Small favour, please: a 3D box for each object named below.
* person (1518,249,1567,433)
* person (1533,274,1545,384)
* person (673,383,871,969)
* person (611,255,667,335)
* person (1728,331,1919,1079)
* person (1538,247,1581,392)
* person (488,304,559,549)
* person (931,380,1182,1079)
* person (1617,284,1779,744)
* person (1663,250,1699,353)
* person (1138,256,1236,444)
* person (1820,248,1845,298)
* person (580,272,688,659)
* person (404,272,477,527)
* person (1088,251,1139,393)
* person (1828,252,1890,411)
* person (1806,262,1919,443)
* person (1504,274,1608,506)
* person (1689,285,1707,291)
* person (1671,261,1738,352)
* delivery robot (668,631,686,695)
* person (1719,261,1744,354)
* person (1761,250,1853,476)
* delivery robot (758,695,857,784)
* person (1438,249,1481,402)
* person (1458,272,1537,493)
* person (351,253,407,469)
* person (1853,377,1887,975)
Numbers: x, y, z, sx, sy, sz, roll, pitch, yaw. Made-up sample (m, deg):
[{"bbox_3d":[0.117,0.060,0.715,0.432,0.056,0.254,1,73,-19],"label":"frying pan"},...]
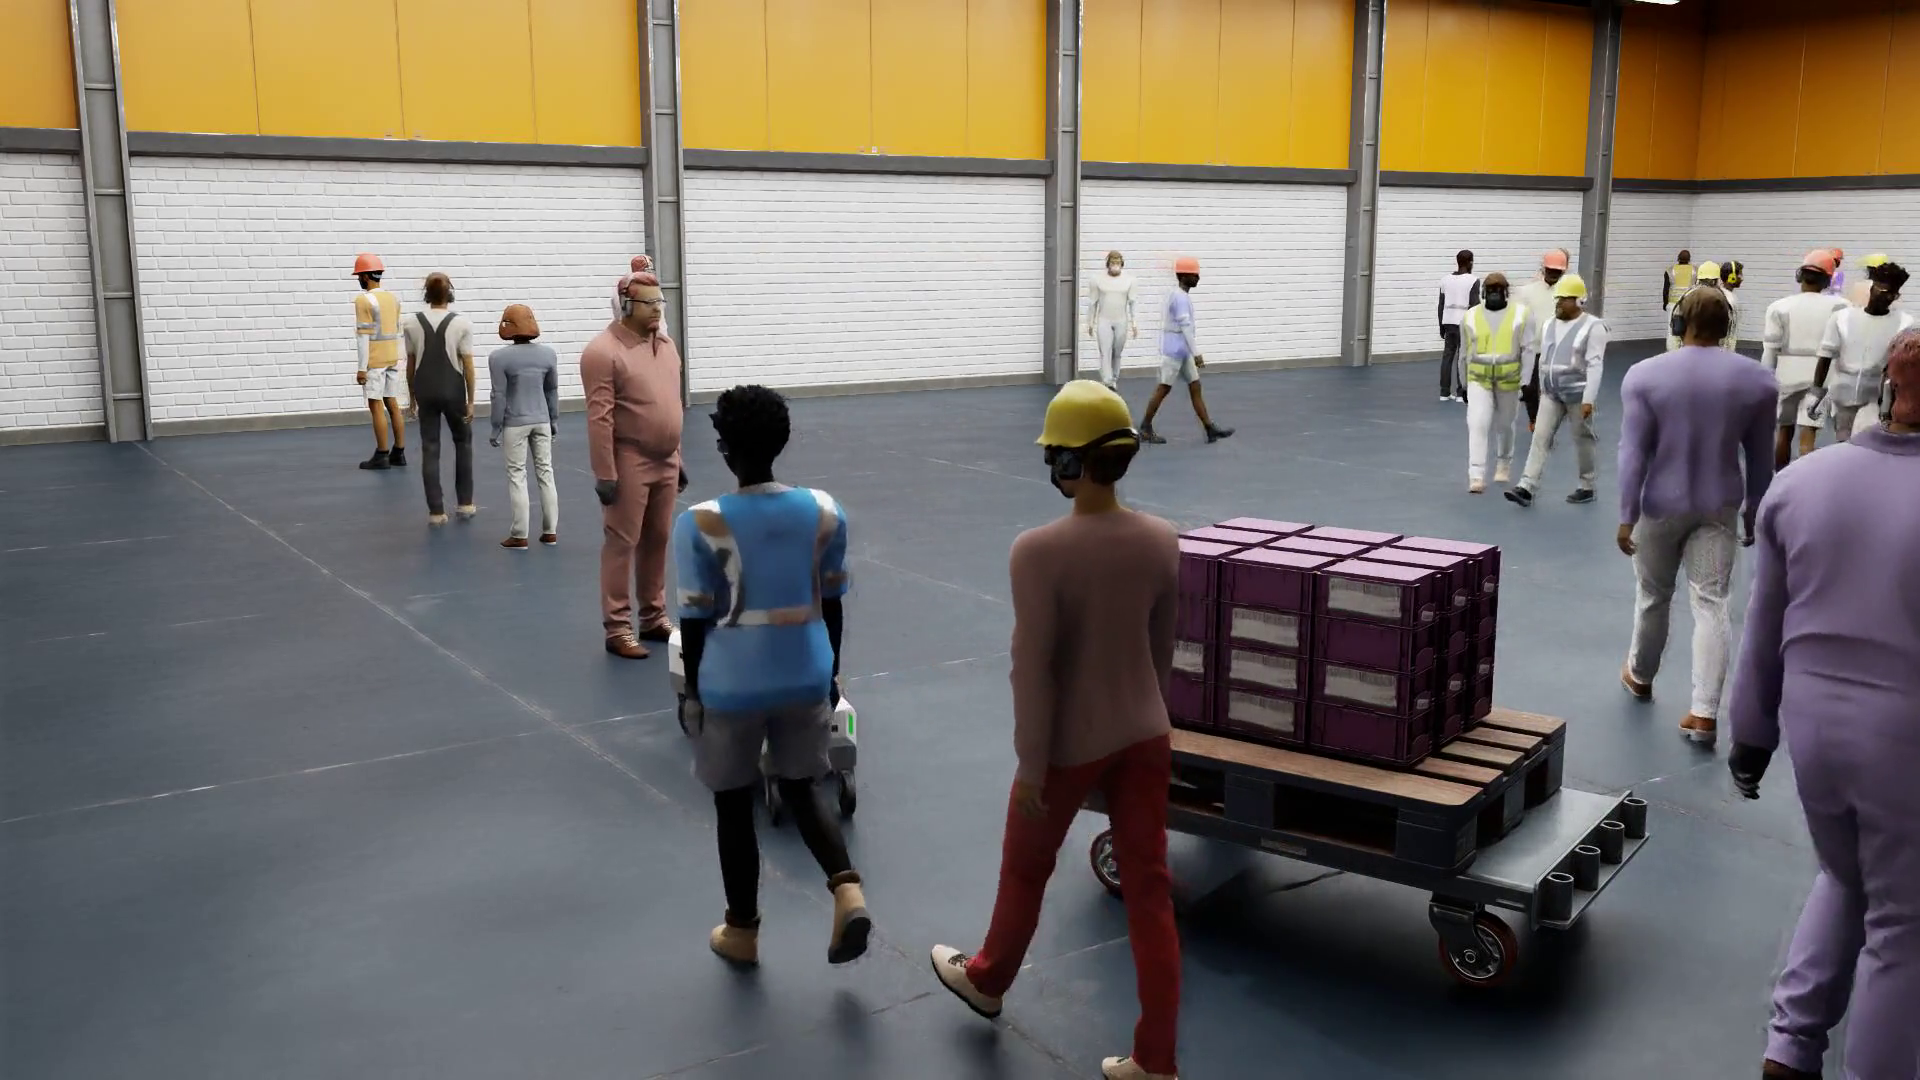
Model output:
[{"bbox_3d":[5.928,-1.962,16.848,0.611,1.963,0.808,4,11,20],"label":"person"},{"bbox_3d":[7.955,-2.927,22.410,0.721,1.873,0.486,-2,10,-9],"label":"person"},{"bbox_3d":[-0.510,0.413,4.601,0.530,1.683,0.534,-6,12,-32],"label":"person"},{"bbox_3d":[-3.120,-1.849,16.407,0.643,1.903,0.402,6,12,30],"label":"person"},{"bbox_3d":[2.085,0.473,3.699,0.433,1.884,0.675,-5,12,-27],"label":"person"},{"bbox_3d":[7.971,-2.907,22.099,0.358,1.938,0.639,-3,11,-15],"label":"person"},{"bbox_3d":[-2.910,-0.755,11.121,0.507,1.636,0.275,-10,14,-43],"label":"person"},{"bbox_3d":[0.272,0.467,4.138,0.550,1.722,0.885,-7,12,-32],"label":"person"},{"bbox_3d":[3.100,-0.129,7.053,0.653,1.873,1.042,2,10,9],"label":"person"},{"bbox_3d":[12.899,-4.256,29.753,0.625,1.844,0.429,4,11,19],"label":"person"},{"bbox_3d":[2.255,-1.891,16.673,1.016,1.883,0.565,2,11,13],"label":"person"},{"bbox_3d":[14.082,-3.759,26.886,0.961,1.889,0.557,-5,11,-25],"label":"person"},{"bbox_3d":[-1.580,-0.376,8.310,0.403,1.904,0.651,6,12,28],"label":"person"},{"bbox_3d":[-3.762,-1.025,12.108,0.532,1.821,0.737,-1,10,-6],"label":"person"},{"bbox_3d":[1.985,-2.756,21.407,0.648,1.878,1.037,0,10,-1],"label":"person"},{"bbox_3d":[10.361,-2.344,19.101,0.778,1.902,0.601,-1,10,-7],"label":"person"},{"bbox_3d":[6.474,-1.029,11.910,0.618,1.902,1.037,9,14,40],"label":"person"},{"bbox_3d":[4.637,-1.140,12.818,0.914,1.781,0.617,-7,12,-32],"label":"person"},{"bbox_3d":[7.066,-1.616,15.883,0.380,1.614,0.513,2,10,9],"label":"person"},{"bbox_3d":[7.439,-1.864,16.658,0.600,1.831,0.404,4,11,22],"label":"person"},{"bbox_3d":[-0.902,0.517,6.856,0.477,0.478,0.707,-9,13,-39],"label":"delivery robot"},{"bbox_3d":[7.898,-1.985,17.348,0.878,1.837,0.529,1,10,5],"label":"person"},{"bbox_3d":[6.462,-1.214,12.745,0.597,1.983,1.078,6,12,29],"label":"person"},{"bbox_3d":[-0.619,0.640,6.182,0.477,0.478,0.707,-3,11,-17],"label":"delivery robot"},{"bbox_3d":[6.309,-2.706,21.049,0.369,1.914,0.597,-8,13,-36],"label":"person"},{"bbox_3d":[4.444,-1.321,13.809,0.621,1.793,0.968,4,11,21],"label":"person"},{"bbox_3d":[-5.252,-1.600,14.958,0.382,1.932,0.542,3,11,15],"label":"person"},{"bbox_3d":[2.767,0.299,4.909,0.540,1.811,1.022,7,13,35],"label":"person"}]
